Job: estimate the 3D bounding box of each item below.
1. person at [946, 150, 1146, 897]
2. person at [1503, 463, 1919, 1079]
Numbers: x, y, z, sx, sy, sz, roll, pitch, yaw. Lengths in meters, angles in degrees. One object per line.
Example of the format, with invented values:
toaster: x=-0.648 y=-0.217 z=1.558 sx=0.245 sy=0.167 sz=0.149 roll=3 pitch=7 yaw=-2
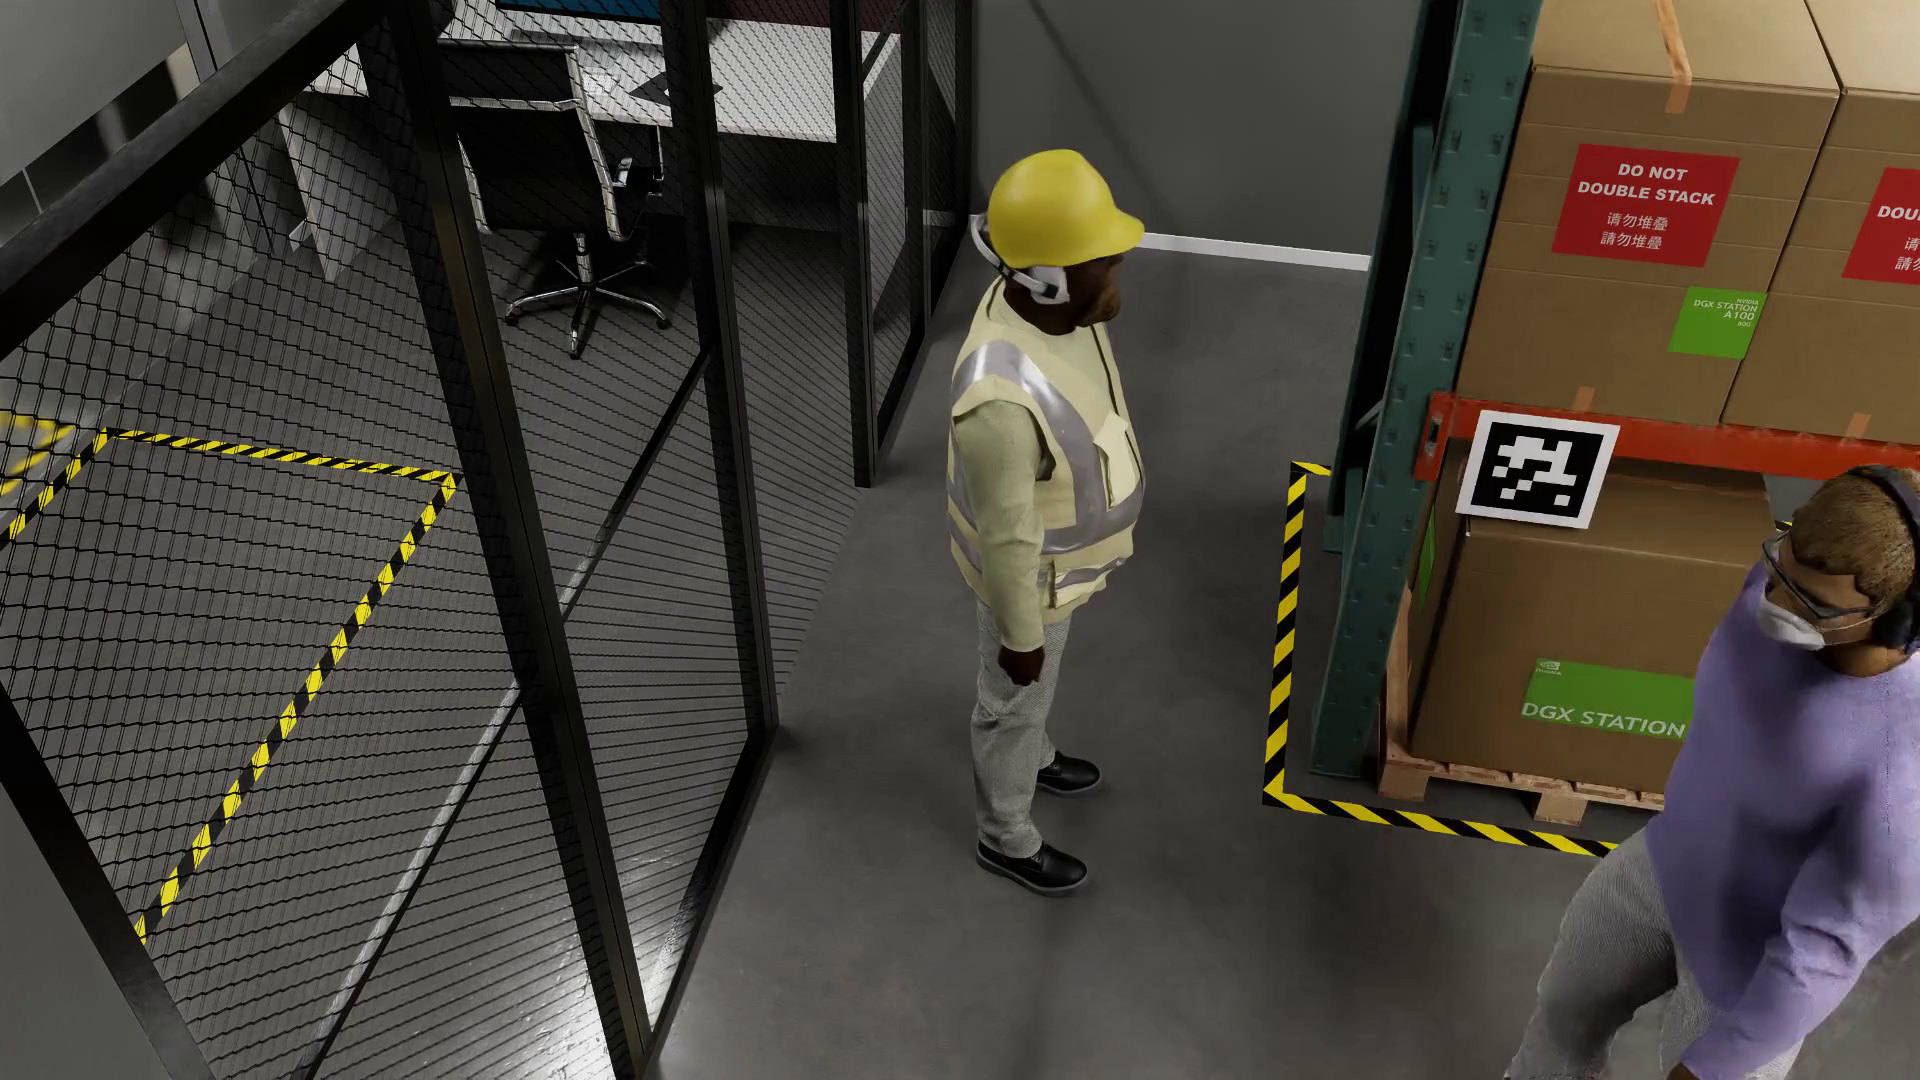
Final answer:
person: x=0.180 y=0.014 z=3.559 sx=0.404 sy=1.837 sz=0.590 roll=7 pitch=42 yaw=8
person: x=1.377 y=0.638 z=2.789 sx=0.883 sy=1.914 sz=0.627 roll=-1 pitch=41 yaw=-1
